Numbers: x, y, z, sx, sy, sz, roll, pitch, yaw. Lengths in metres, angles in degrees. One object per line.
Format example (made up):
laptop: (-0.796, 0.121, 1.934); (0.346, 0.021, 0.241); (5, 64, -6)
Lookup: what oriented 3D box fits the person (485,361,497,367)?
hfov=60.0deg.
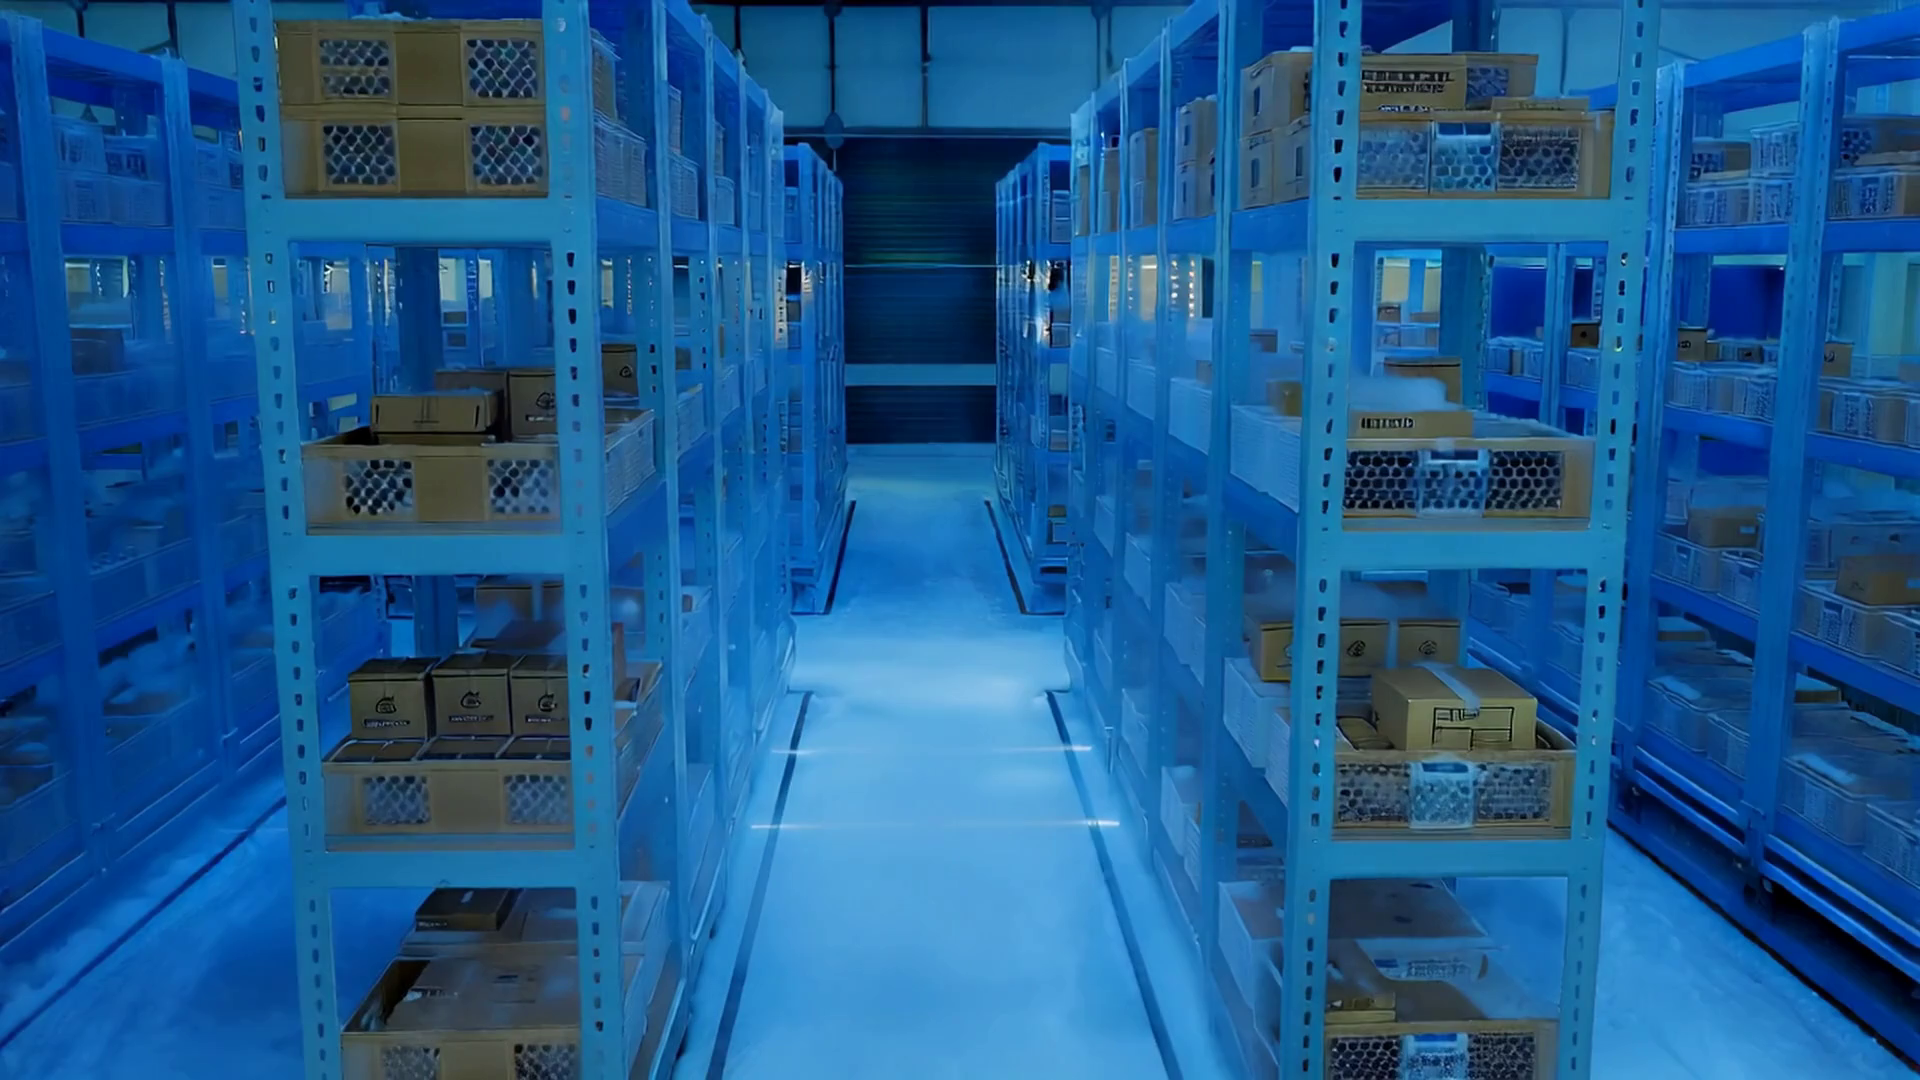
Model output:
person: (-5.878, -1.608, 20.596); (0.600, 1.835, 0.395); (1, 9, 4)
